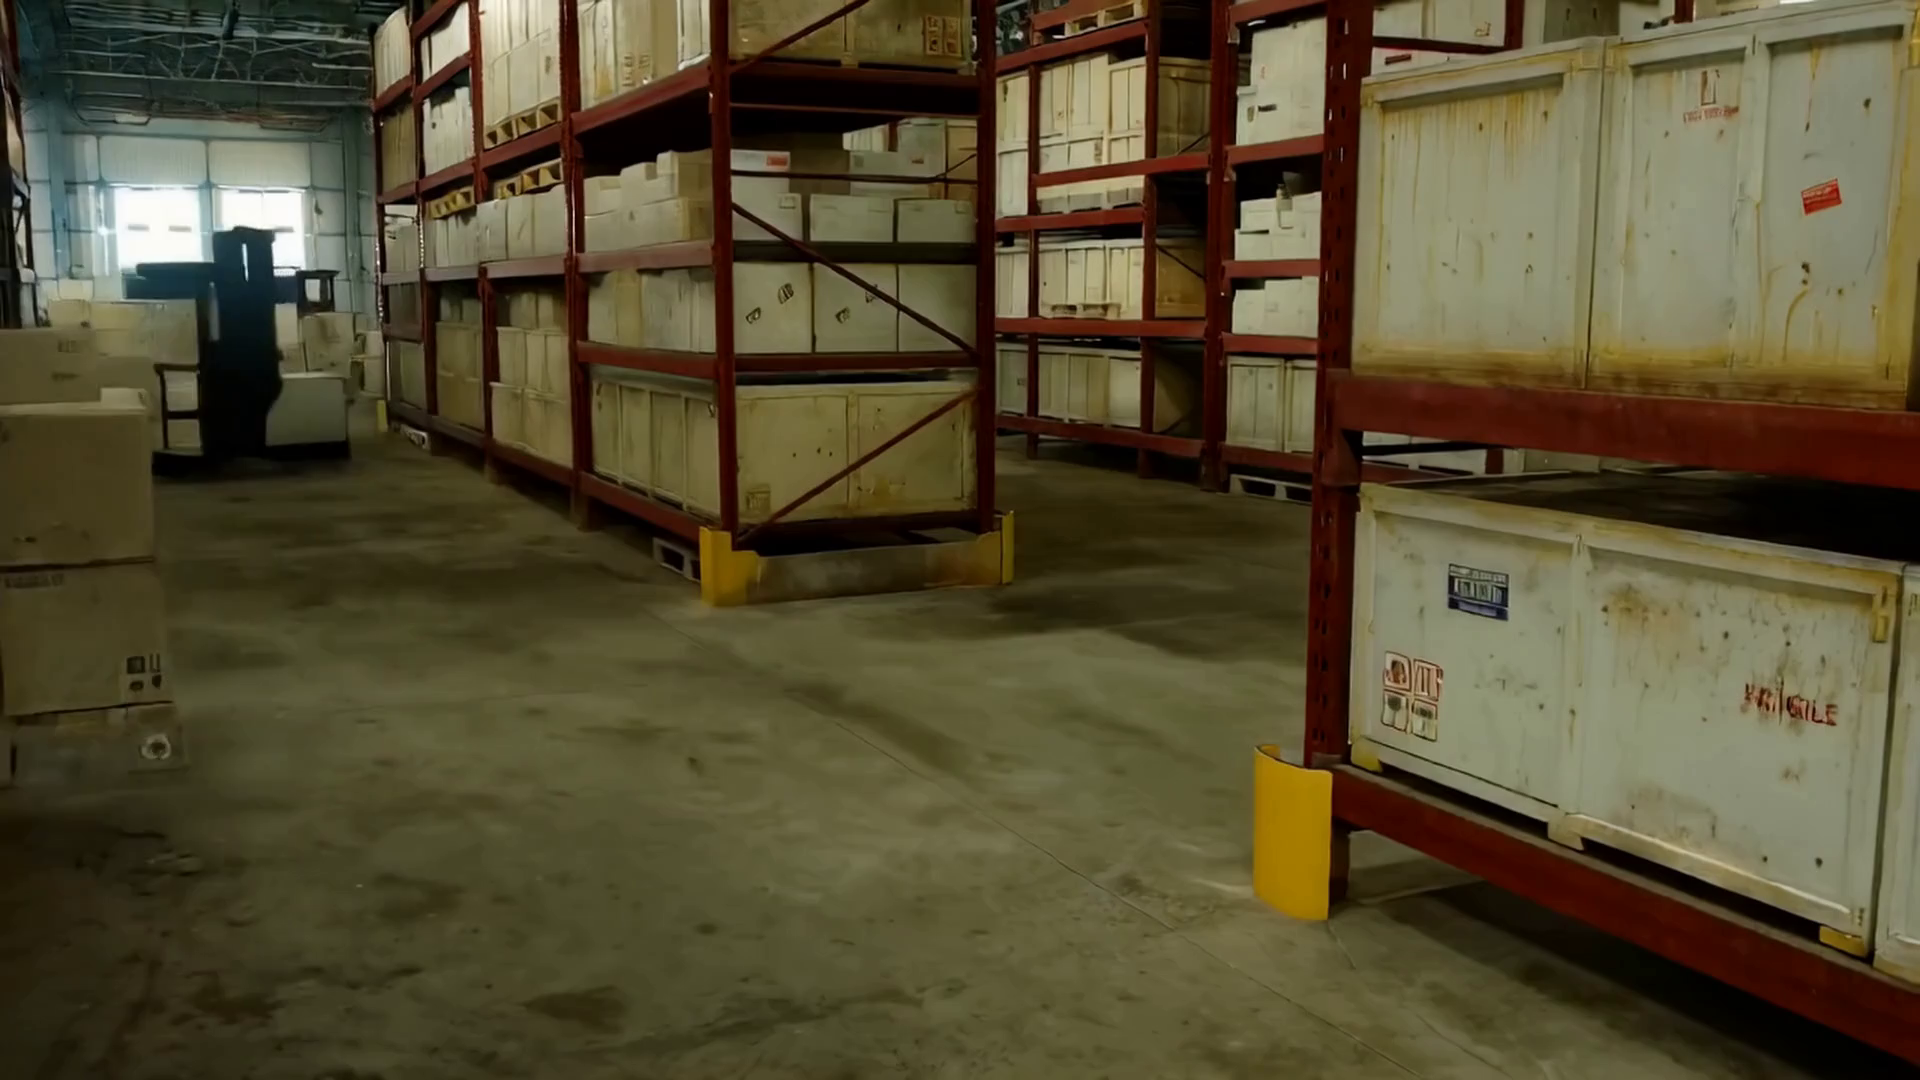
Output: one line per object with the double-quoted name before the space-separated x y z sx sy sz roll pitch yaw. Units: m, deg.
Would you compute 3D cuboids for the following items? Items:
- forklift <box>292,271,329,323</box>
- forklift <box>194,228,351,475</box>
"forklift" -18.631 -6.347 47.856 1.873 2.768 1.129 8 12 44
"forklift" -8.335 -2.242 19.551 1.129 2.768 1.873 7 11 42
